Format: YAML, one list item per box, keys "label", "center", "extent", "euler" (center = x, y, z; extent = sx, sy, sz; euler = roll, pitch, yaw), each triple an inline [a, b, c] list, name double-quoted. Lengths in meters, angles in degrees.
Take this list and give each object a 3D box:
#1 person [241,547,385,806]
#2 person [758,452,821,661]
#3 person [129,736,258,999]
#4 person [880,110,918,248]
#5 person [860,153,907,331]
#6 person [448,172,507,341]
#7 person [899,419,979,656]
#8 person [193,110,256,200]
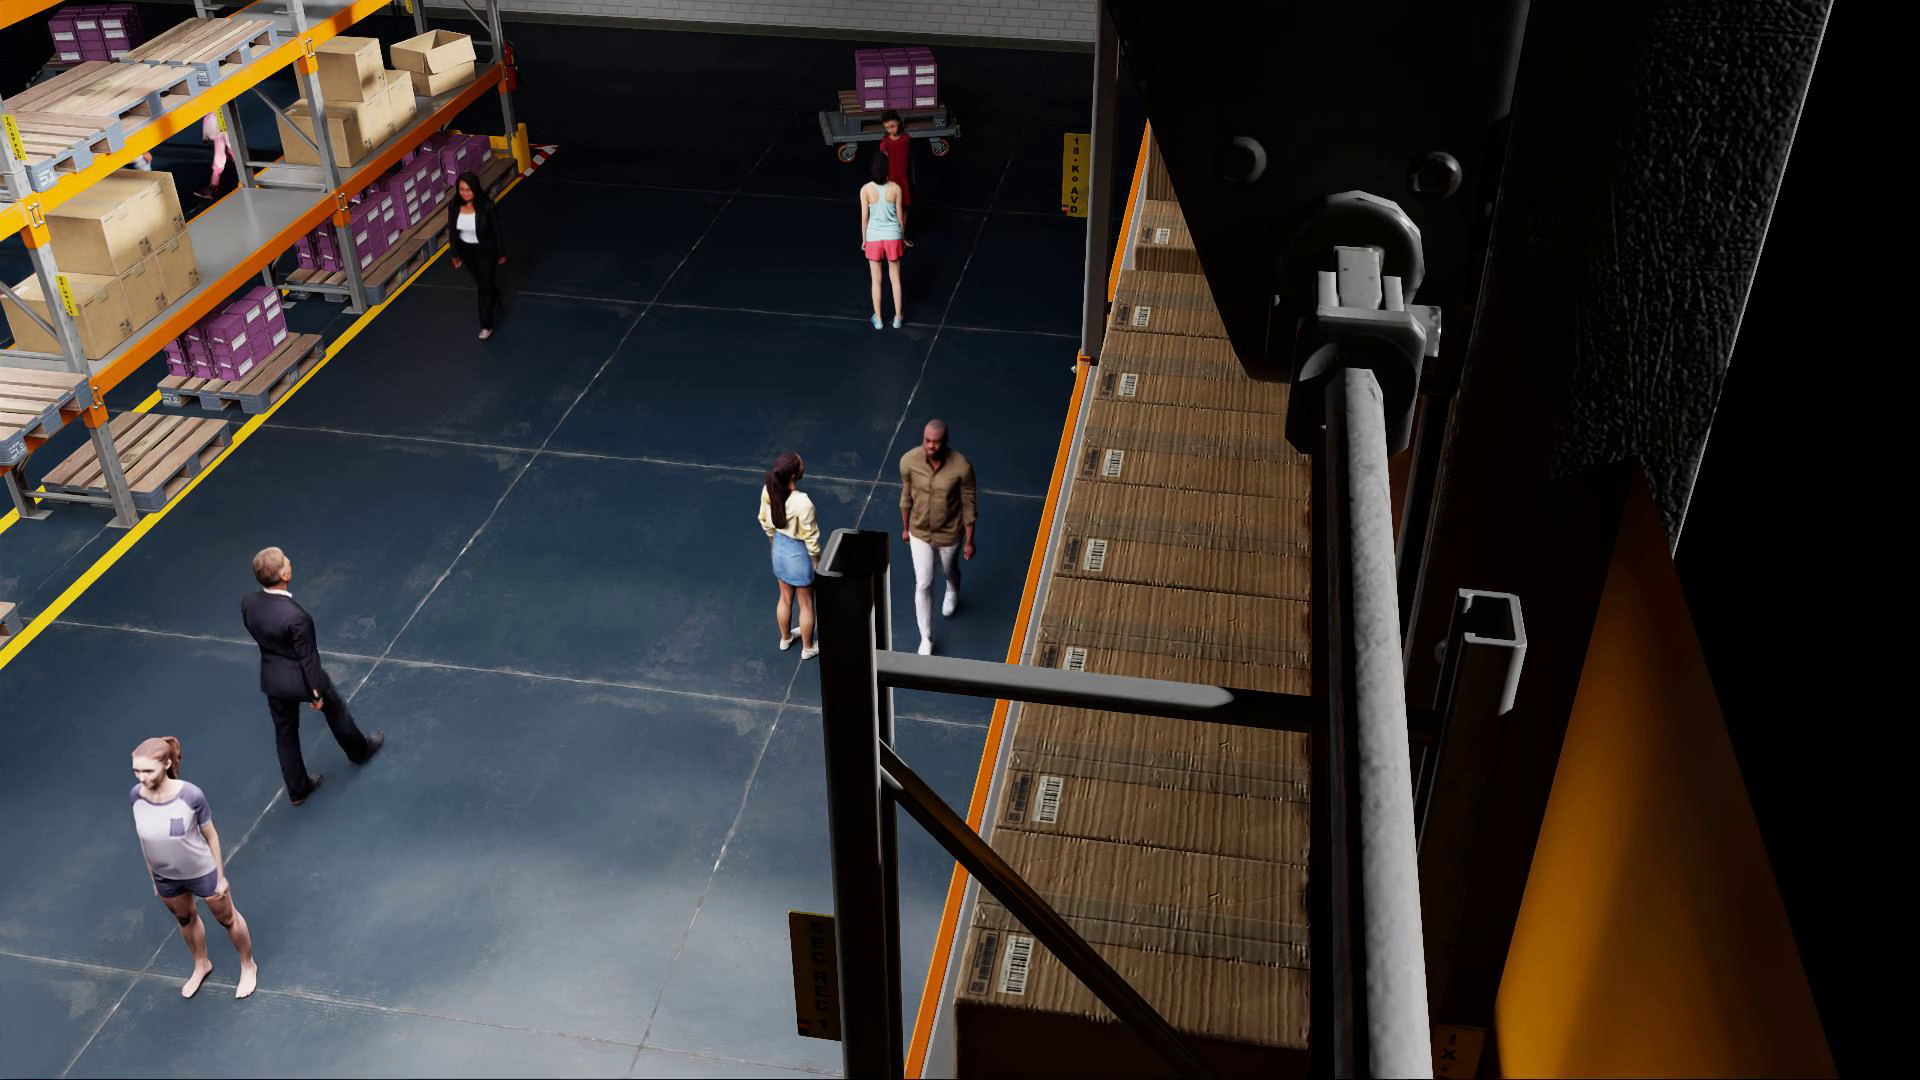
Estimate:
- label: "person"
  center: [-4.210, 0.887, 10.358]
  extent: [0.815, 1.788, 1.047]
  euler: [11, 35, 17]
- label: "person"
  center: [-1.170, 0.105, 11.675]
  extent: [0.722, 1.631, 0.712]
  euler: [22, 40, 30]
- label: "person"
  center: [-4.191, 1.777, 9.036]
  extent: [0.606, 1.768, 0.595]
  euler: [1, 34, 2]
- label: "person"
  center: [-0.649, -3.849, 17.682]
  extent: [0.704, 1.567, 0.763]
  euler: [-27, 42, -35]
- label: "person"
  center: [-0.735, -2.885, 16.053]
  extent: [0.627, 1.765, 0.633]
  euler: [-1, 34, -1]
- label: "person"
  center: [-4.643, -2.815, 16.119]
  extent: [0.719, 1.575, 1.117]
  euler: [2, 34, 3]
- label: "person"
  center: [-0.141, -0.092, 11.817]
  extent: [0.716, 1.802, 1.099]
  euler: [5, 34, 8]
- label: "person"
  center: [-8.369, -4.620, 18.980]
  extent: [1.033, 1.414, 0.961]
  euler: [-22, 39, -29]
